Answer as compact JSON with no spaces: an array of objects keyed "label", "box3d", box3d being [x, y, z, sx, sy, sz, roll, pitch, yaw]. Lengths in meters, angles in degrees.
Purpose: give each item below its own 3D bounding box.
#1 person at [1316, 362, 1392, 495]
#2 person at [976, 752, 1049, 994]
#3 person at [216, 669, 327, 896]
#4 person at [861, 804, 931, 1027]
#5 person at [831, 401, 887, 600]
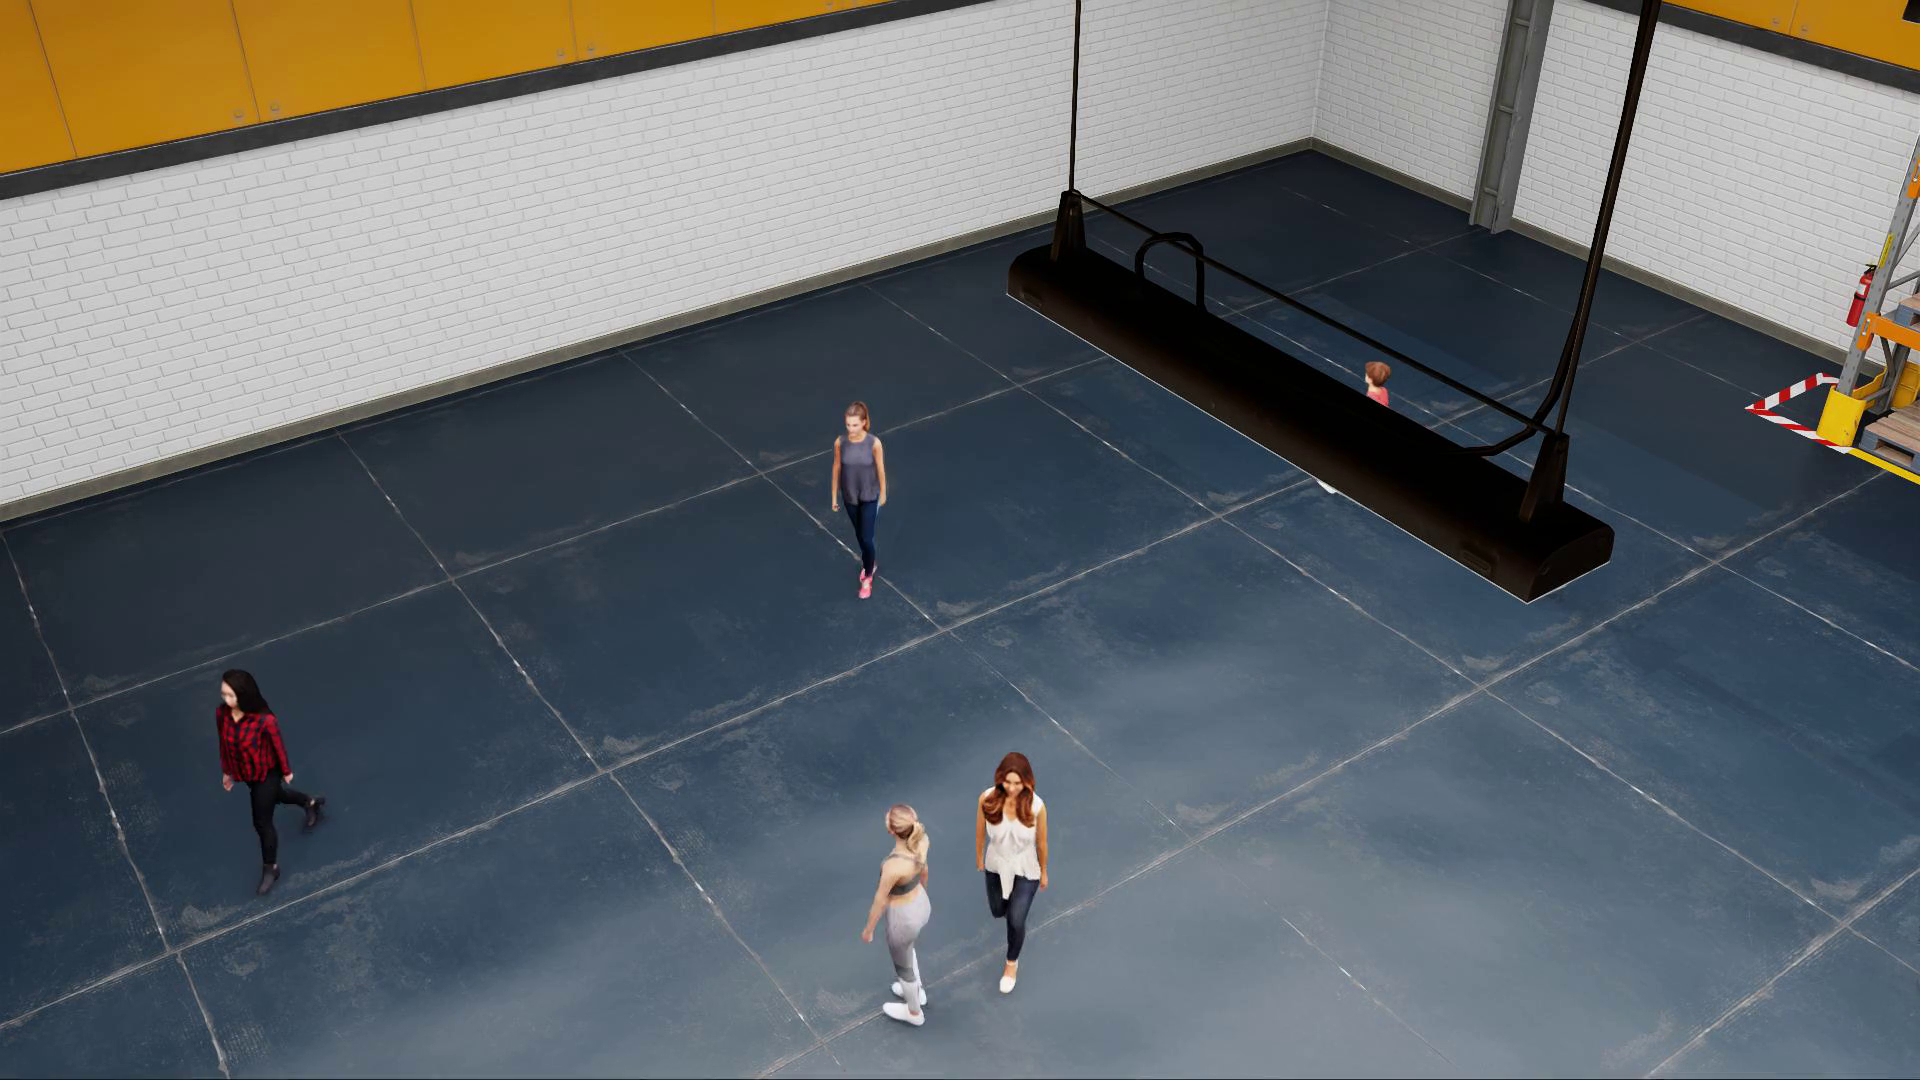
[{"label":"person","box3d":[3.662,-0.896,14.685,0.586,1.389,0.889,-28,42,-35]},{"label":"person","box3d":[0.343,1.926,10.103,0.966,1.762,1.003,7,34,11]},{"label":"person","box3d":[-4.552,1.466,10.924,1.070,1.620,1.038,11,35,16]},{"label":"person","box3d":[-0.253,2.233,9.704,0.688,1.692,0.671,16,37,23]},{"label":"person","box3d":[-0.794,-0.397,13.651,0.823,1.705,0.872,8,34,12]}]
